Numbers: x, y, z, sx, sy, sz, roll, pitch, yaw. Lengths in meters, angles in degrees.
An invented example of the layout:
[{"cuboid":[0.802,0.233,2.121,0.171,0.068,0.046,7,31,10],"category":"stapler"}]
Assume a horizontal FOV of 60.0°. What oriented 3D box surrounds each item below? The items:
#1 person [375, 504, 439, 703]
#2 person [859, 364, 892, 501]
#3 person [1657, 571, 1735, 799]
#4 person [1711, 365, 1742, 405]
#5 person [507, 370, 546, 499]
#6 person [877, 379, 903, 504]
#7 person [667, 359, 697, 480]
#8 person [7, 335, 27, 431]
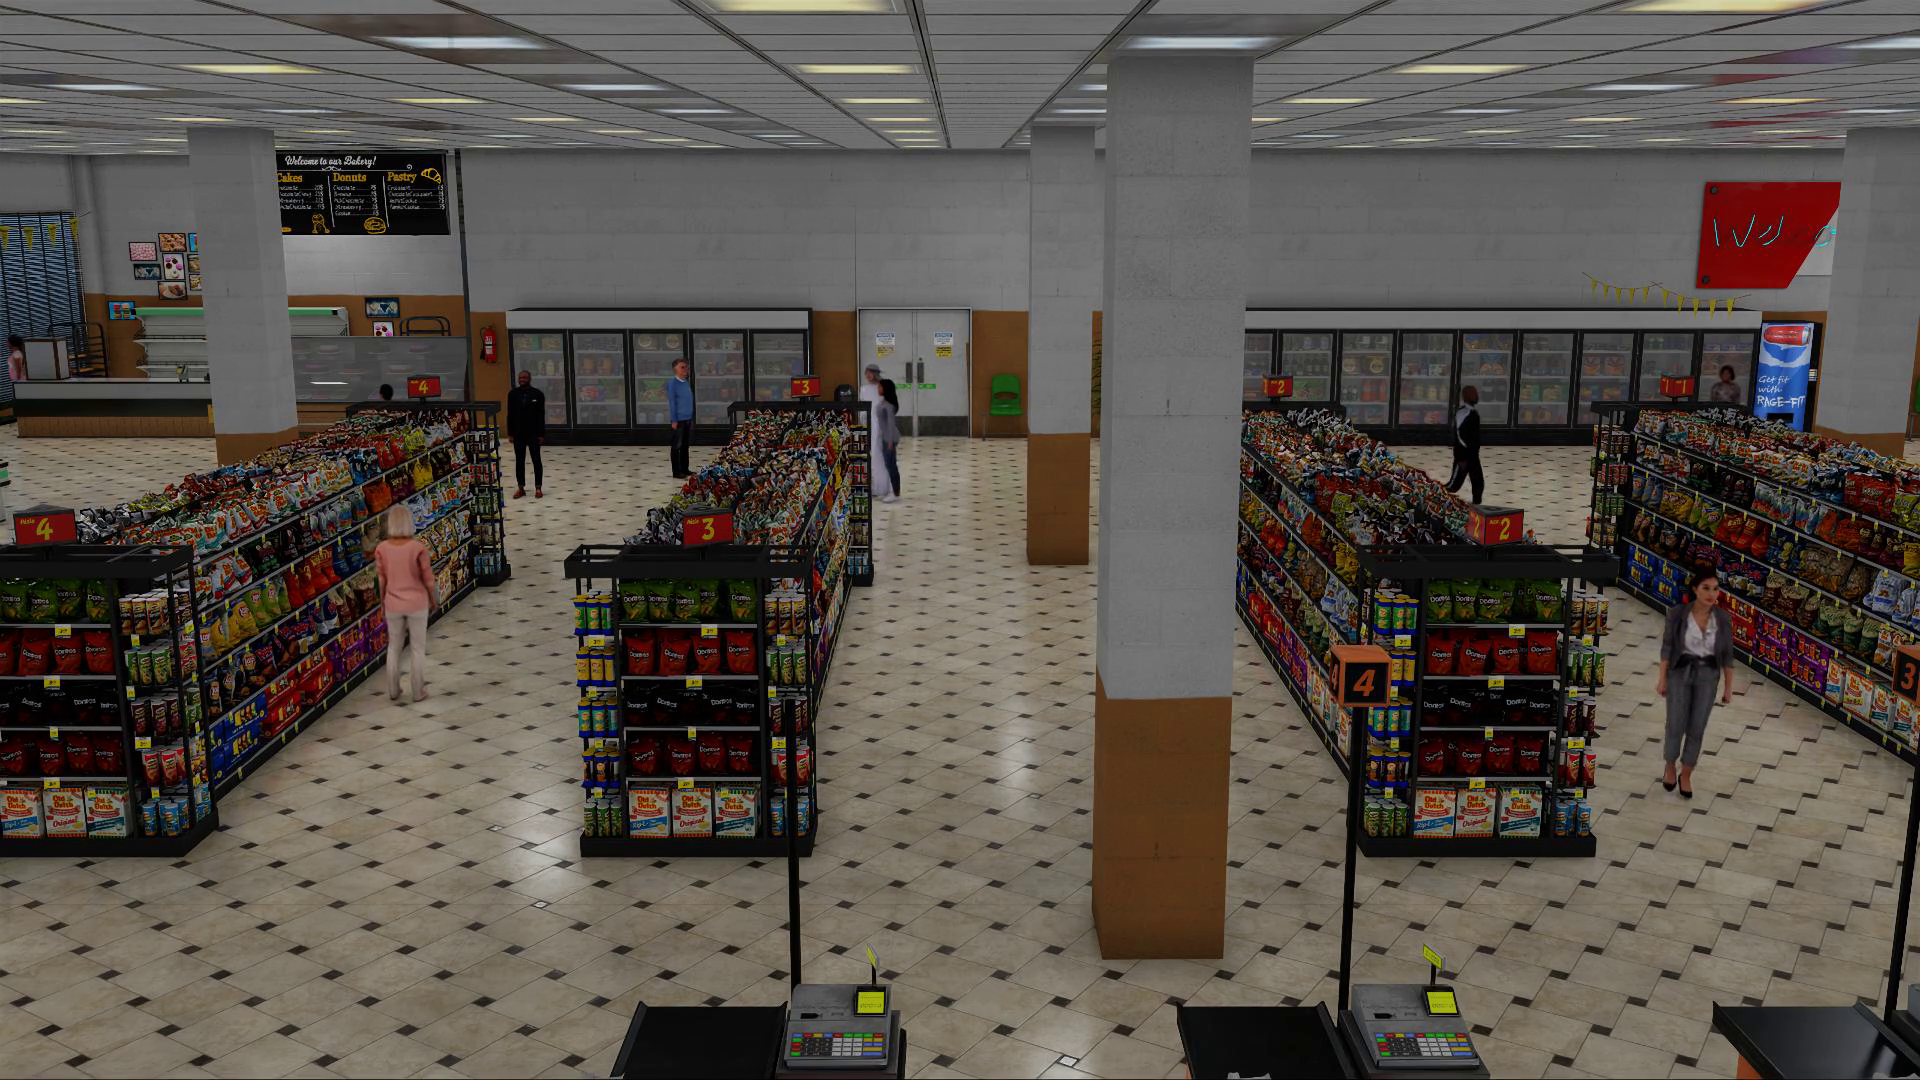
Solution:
[{"cuboid":[-4.698,0.549,14.108,0.606,1.722,0.579,0,12,-2],"category":"person"},{"cuboid":[-1.162,-1.542,23.563,0.827,1.918,0.849,6,13,25],"category":"person"},{"cuboid":[5.271,1.021,12.003,0.683,1.667,0.639,2,12,11],"category":"person"},{"cuboid":[11.652,-1.806,25.357,0.788,1.695,0.932,6,13,26],"category":"person"},{"cuboid":[-6.158,-1.511,23.662,0.682,1.817,0.572,0,12,1],"category":"person"},{"cuboid":[-0.950,-1.396,23.337,0.686,1.726,0.519,-1,12,-6],"category":"person"},{"cuboid":[-4.260,-1.866,25.340,0.792,1.820,0.653,5,13,23],"category":"person"},{"cuboid":[-17.142,-2.873,30.310,0.718,1.742,0.592,-6,13,-25],"category":"person"}]
